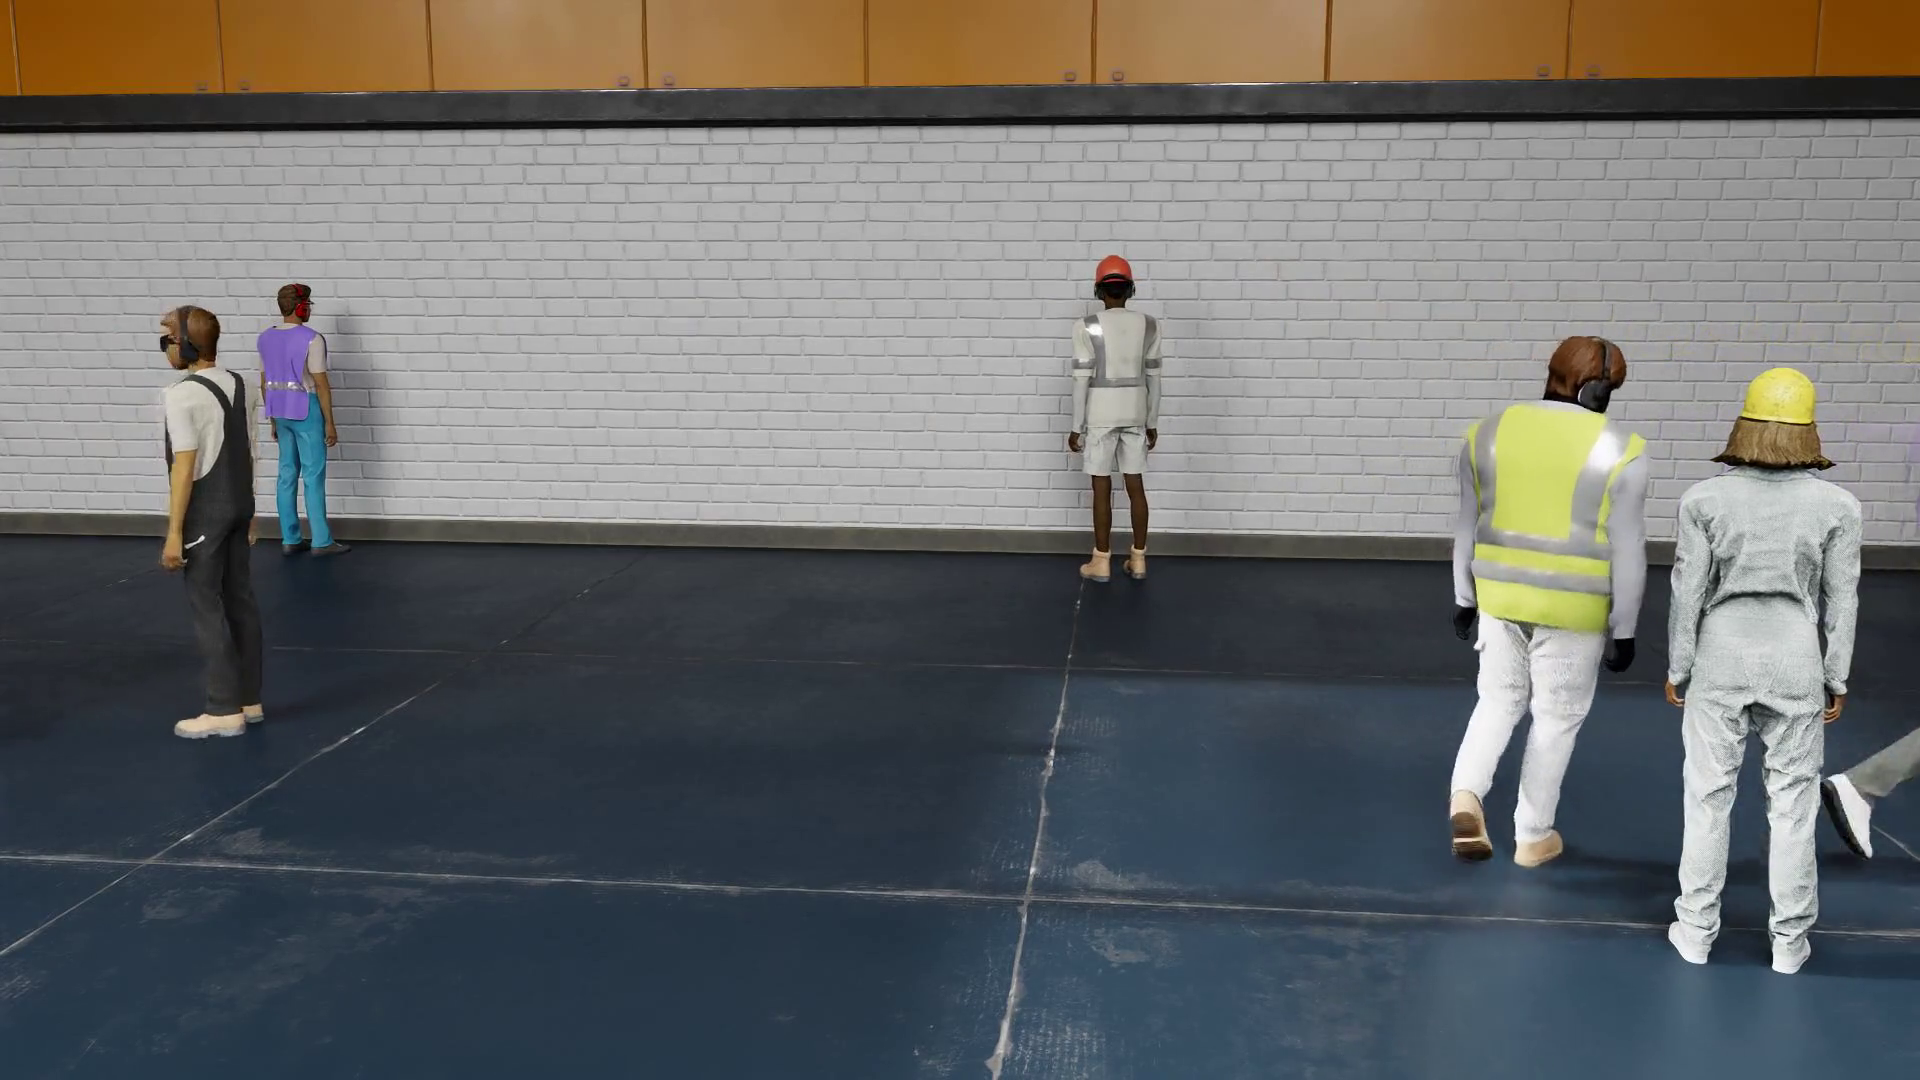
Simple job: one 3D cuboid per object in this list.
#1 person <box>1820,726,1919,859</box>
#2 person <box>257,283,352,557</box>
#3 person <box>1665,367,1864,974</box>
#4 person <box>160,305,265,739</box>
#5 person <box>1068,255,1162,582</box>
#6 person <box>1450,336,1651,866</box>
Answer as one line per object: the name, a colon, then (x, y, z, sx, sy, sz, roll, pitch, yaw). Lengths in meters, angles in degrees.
person: (3.224, 0.212, 5.285, 0.658, 1.909, 0.592, 2, 10, 14)
person: (-4.480, -0.804, 11.265, 0.563, 1.847, 0.389, 4, 11, 23)
person: (2.300, 0.376, 4.809, 0.492, 1.742, 0.317, 4, 11, 20)
person: (-3.199, -0.076, 7.140, 0.371, 1.836, 0.555, 2, 10, 13)
person: (0.960, -0.758, 10.451, 0.611, 2.040, 0.393, -3, 10, -18)
person: (1.892, 0.238, 5.460, 0.645, 1.808, 0.584, 9, 13, 41)
